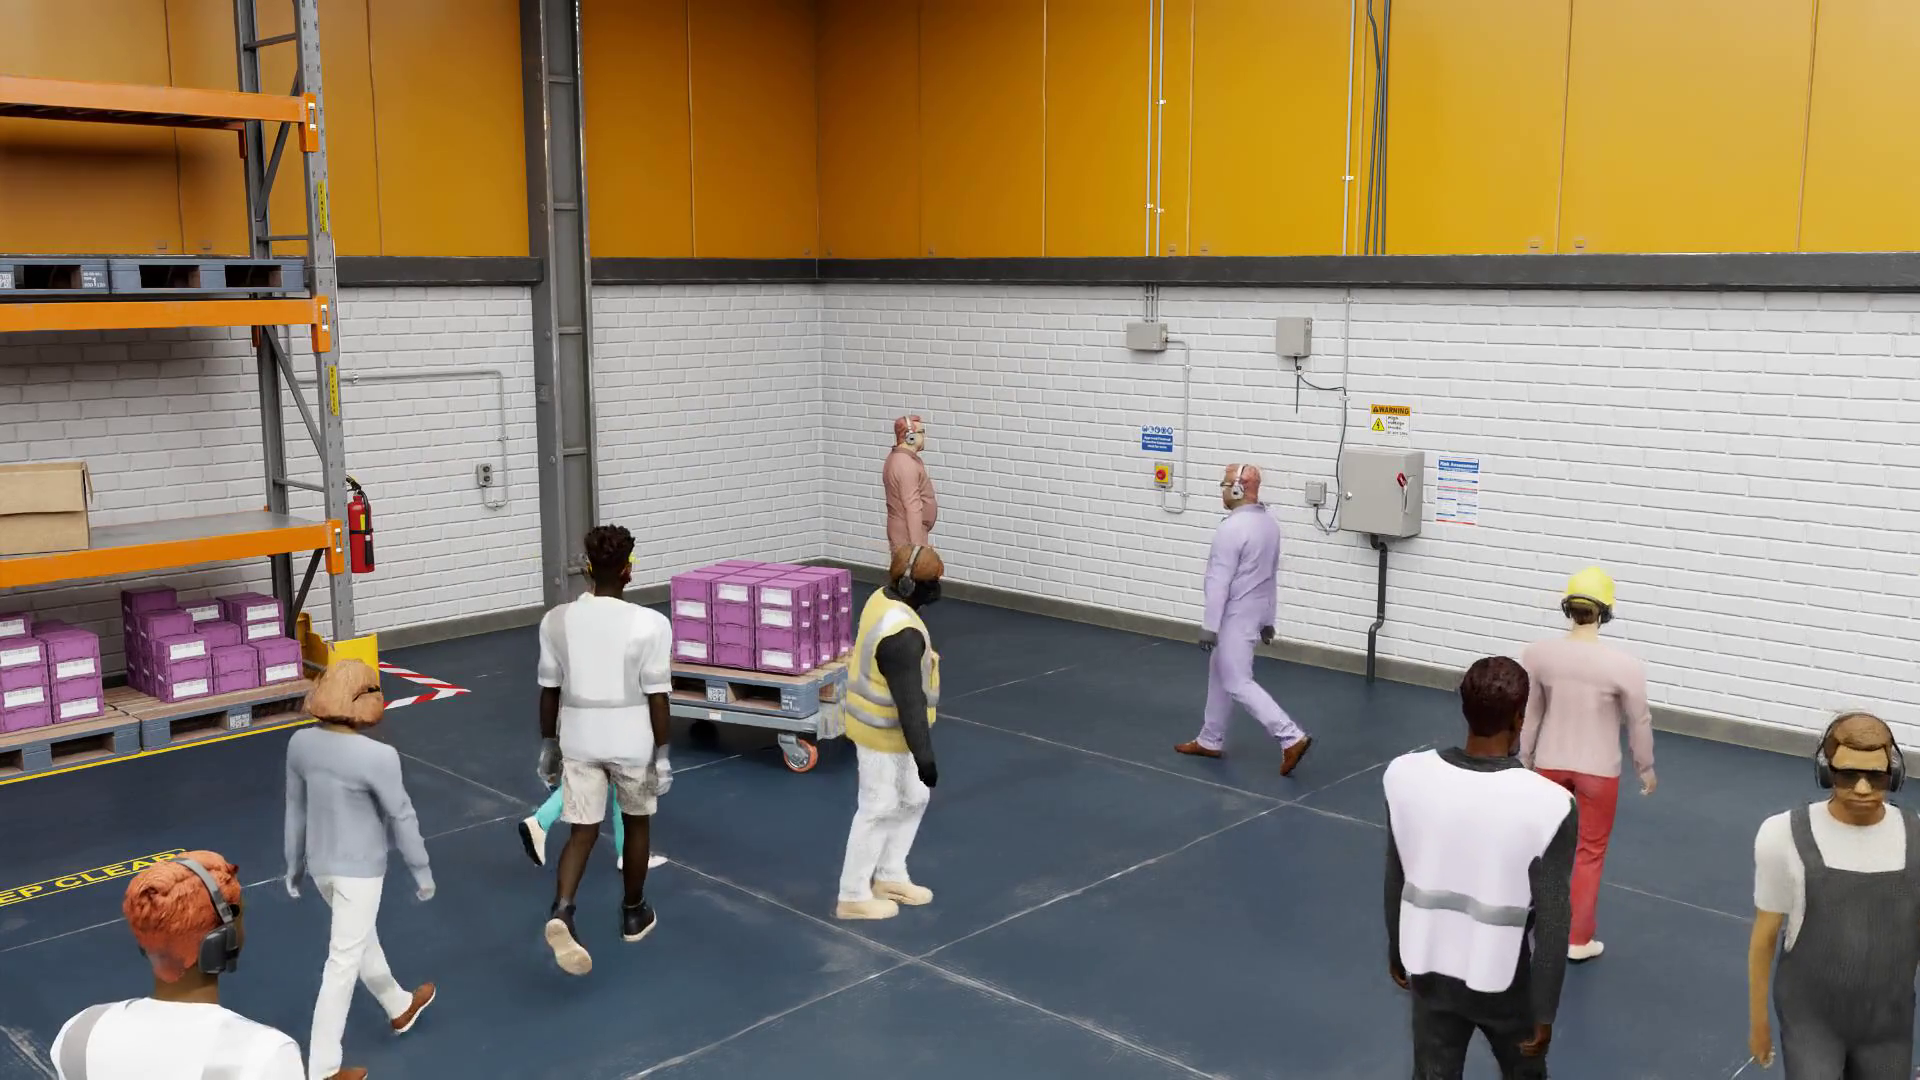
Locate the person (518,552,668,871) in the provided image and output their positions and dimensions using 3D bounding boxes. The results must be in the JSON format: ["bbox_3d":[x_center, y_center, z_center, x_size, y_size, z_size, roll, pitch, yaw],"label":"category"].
[{"bbox_3d":[-1.841,0.827,8.282,0.640,1.751,0.527,-6,11,-32],"label":"person"}]

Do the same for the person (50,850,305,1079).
[{"bbox_3d":[-1.519,1.552,3.394,0.572,1.883,0.355,3,10,16],"label":"person"}]

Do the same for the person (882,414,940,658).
[{"bbox_3d":[-0.378,-0.021,12.951,0.411,1.913,0.643,-2,10,-15],"label":"person"}]

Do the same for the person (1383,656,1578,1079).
[{"bbox_3d":[1.551,1.279,5.020,0.595,1.901,0.512,6,11,34],"label":"person"}]

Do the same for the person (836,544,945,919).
[{"bbox_3d":[-0.325,0.902,7.657,0.565,1.797,0.654,-1,9,-6],"label":"person"}]

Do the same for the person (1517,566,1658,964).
[{"bbox_3d":[2.710,0.986,7.243,0.546,1.761,0.370,8,13,42],"label":"person"}]

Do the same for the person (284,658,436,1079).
[{"bbox_3d":[-2.211,1.221,6.273,0.532,1.592,0.809,5,10,26],"label":"person"}]

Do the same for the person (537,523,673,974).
[{"bbox_3d":[-1.569,0.907,7.219,0.618,1.937,0.861,1,9,6],"label":"person"}]

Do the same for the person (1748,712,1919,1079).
[{"bbox_3d":[2.537,1.353,4.811,0.523,1.819,0.724,2,9,11],"label":"person"}]

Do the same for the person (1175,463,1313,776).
[{"bbox_3d":[1.732,0.469,10.058,0.874,1.881,0.644,5,11,29],"label":"person"}]
